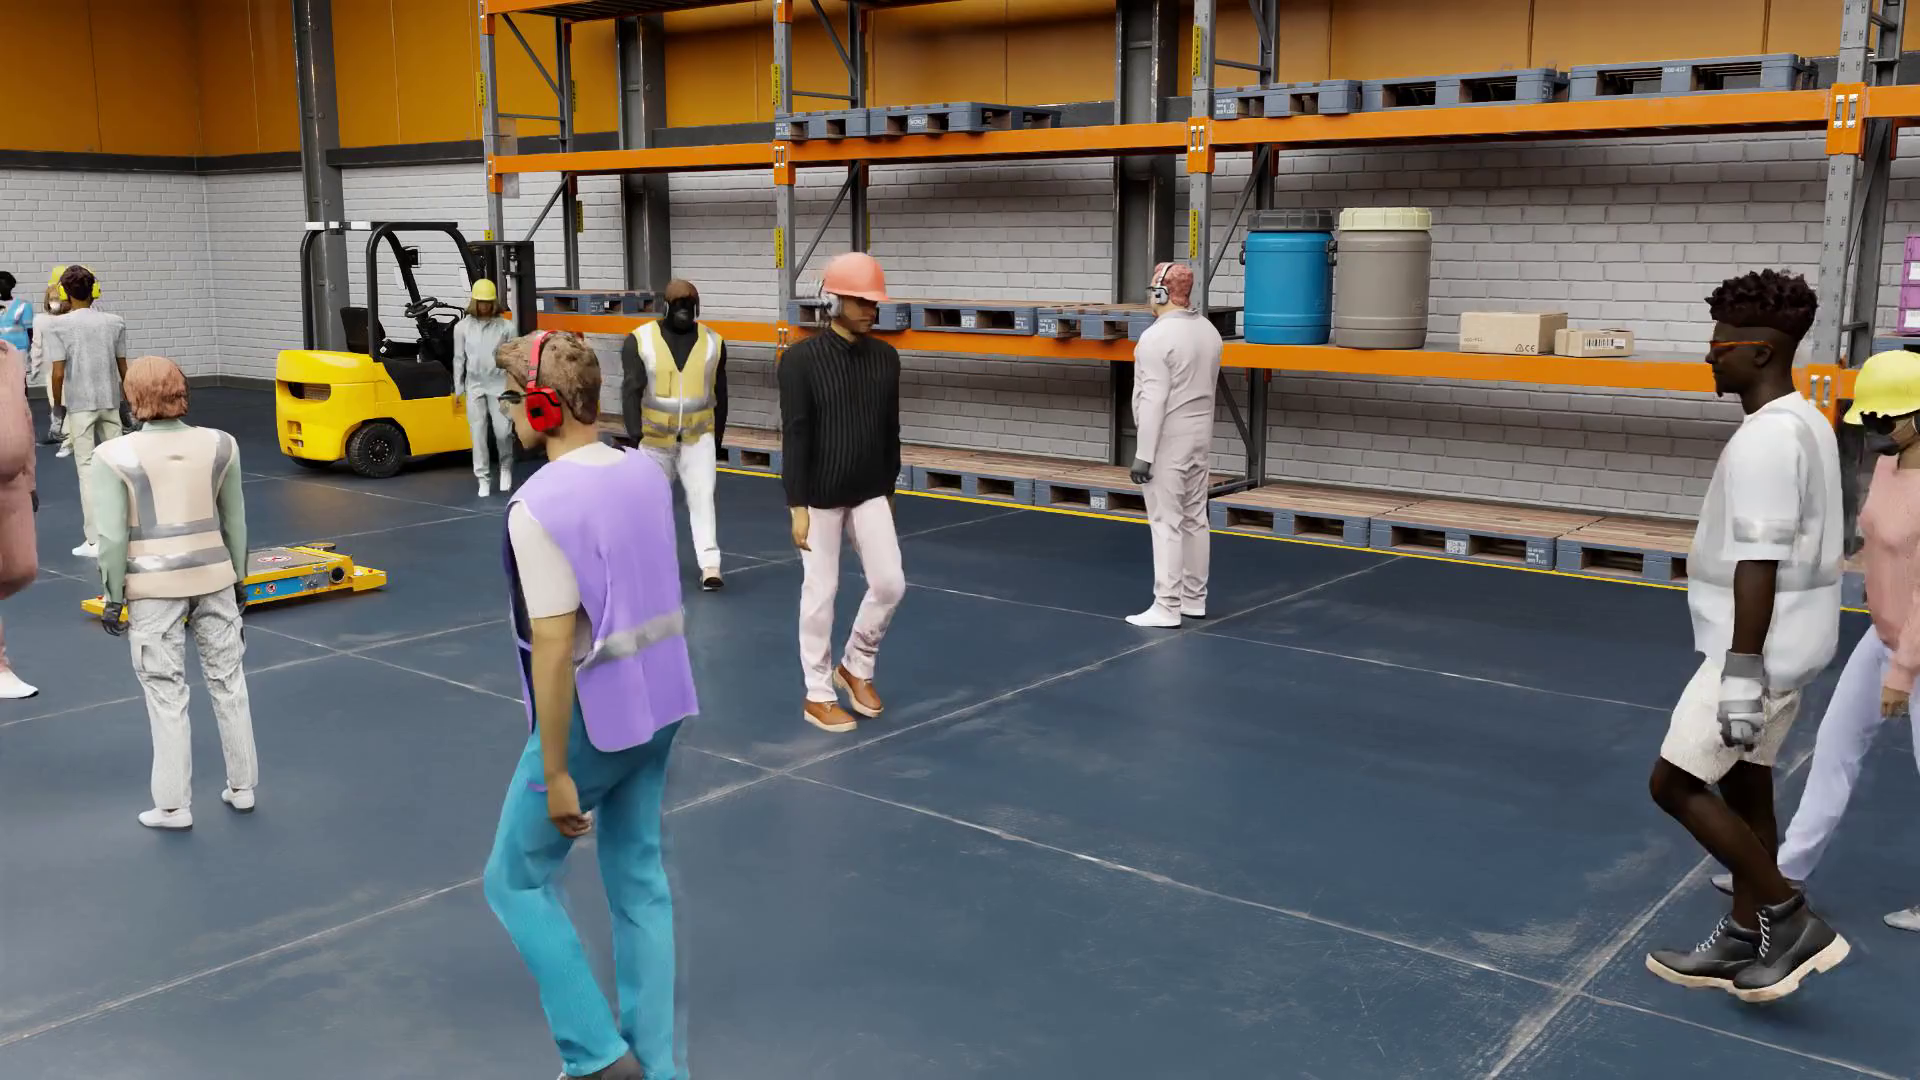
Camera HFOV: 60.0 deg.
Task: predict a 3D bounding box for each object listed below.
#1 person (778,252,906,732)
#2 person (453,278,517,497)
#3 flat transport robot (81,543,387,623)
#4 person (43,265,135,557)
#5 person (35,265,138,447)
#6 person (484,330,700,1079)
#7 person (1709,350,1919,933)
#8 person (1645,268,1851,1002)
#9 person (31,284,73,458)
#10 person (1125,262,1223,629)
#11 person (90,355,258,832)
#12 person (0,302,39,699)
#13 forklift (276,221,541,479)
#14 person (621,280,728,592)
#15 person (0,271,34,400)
[{"bbox_3d":[-0.477,-0.181,6.823,0.639,1.972,0.449,-7,12,-34],"label":"person"},{"bbox_3d":[-3.723,-1.193,13.120,0.519,1.725,0.392,-2,10,-9],"label":"person"},{"bbox_3d":[-4.015,0.231,9.258,0.652,0.197,1.431,8,13,38],"label":"flat transport robot"},{"bbox_3d":[-5.567,-0.817,10.657,0.329,1.863,0.513,9,13,40],"label":"person"},{"bbox_3d":[-8.698,-1.828,16.488,0.603,1.783,0.894,8,13,38],"label":"person"},{"bbox_3d":[-0.836,0.440,3.794,0.471,1.821,0.560,5,11,24],"label":"person"},{"bbox_3d":[2.628,0.316,4.778,0.829,1.707,0.577,1,10,6],"label":"person"},{"bbox_3d":[2.056,0.276,4.341,0.429,1.948,0.642,7,12,33],"label":"person"},{"bbox_3d":[-8.479,-1.617,15.762,0.498,1.608,0.737,0,10,1],"label":"person"},{"bbox_3d":[1.094,-0.491,8.722,0.399,1.908,0.643,9,13,40],"label":"person"},{"bbox_3d":[-2.691,0.186,5.723,0.315,1.634,0.515,9,13,40],"label":"person"},{"bbox_3d":[-4.422,-0.242,7.399,0.622,1.881,0.660,2,10,12],"label":"person"},{"bbox_3d":[-4.922,-1.741,14.854,1.214,2.155,2.313,8,13,38],"label":"forklift"},{"bbox_3d":[-1.639,-0.600,9.652,0.633,1.786,0.979,-3,11,-16],"label":"person"},{"bbox_3d":[-10.418,-2.103,18.238,0.550,1.686,0.370,-2,11,-13],"label":"person"}]
